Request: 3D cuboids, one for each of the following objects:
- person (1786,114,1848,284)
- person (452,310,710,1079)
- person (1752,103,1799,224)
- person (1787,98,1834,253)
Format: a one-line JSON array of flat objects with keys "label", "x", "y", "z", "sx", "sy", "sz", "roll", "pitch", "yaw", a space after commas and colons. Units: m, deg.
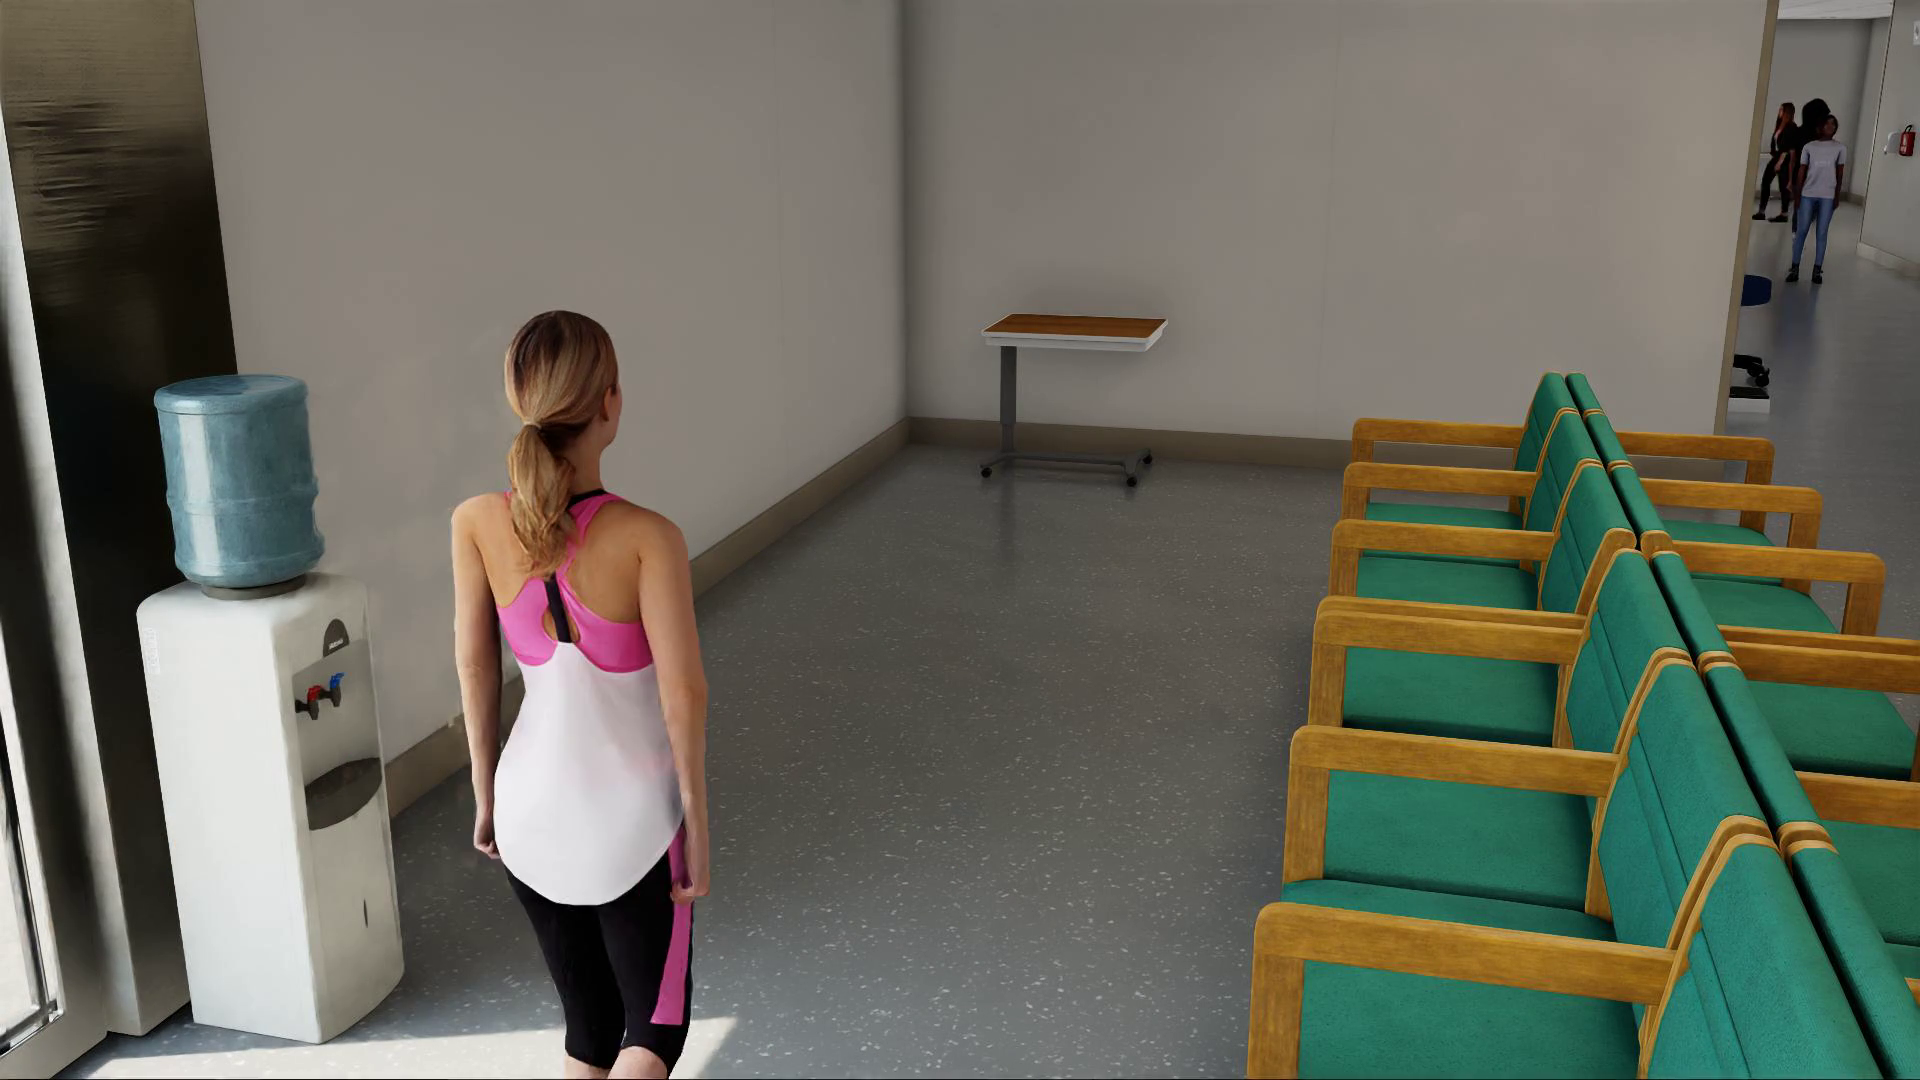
[{"label": "person", "x": 8.947, "y": -3.562, "z": 17.355, "sx": 0.531, "sy": 1.718, "sz": 0.687, "roll": 8, "pitch": 18, "yaw": 26}, {"label": "person", "x": -0.642, "y": 0.536, "z": 2.714, "sx": 0.829, "sy": 1.777, "sz": 0.677, "roll": 5, "pitch": 16, "yaw": 16}, {"label": "person", "x": 12.000, "y": -5.455, "z": 24.112, "sx": 0.870, "sy": 1.697, "sz": 0.754, "roll": -1, "pitch": 16, "yaw": -3}, {"label": "person", "x": 10.212, "y": -4.387, "z": 20.072, "sx": 0.893, "sy": 1.820, "sz": 0.833, "roll": -13, "pitch": 21, "yaw": -39}]
